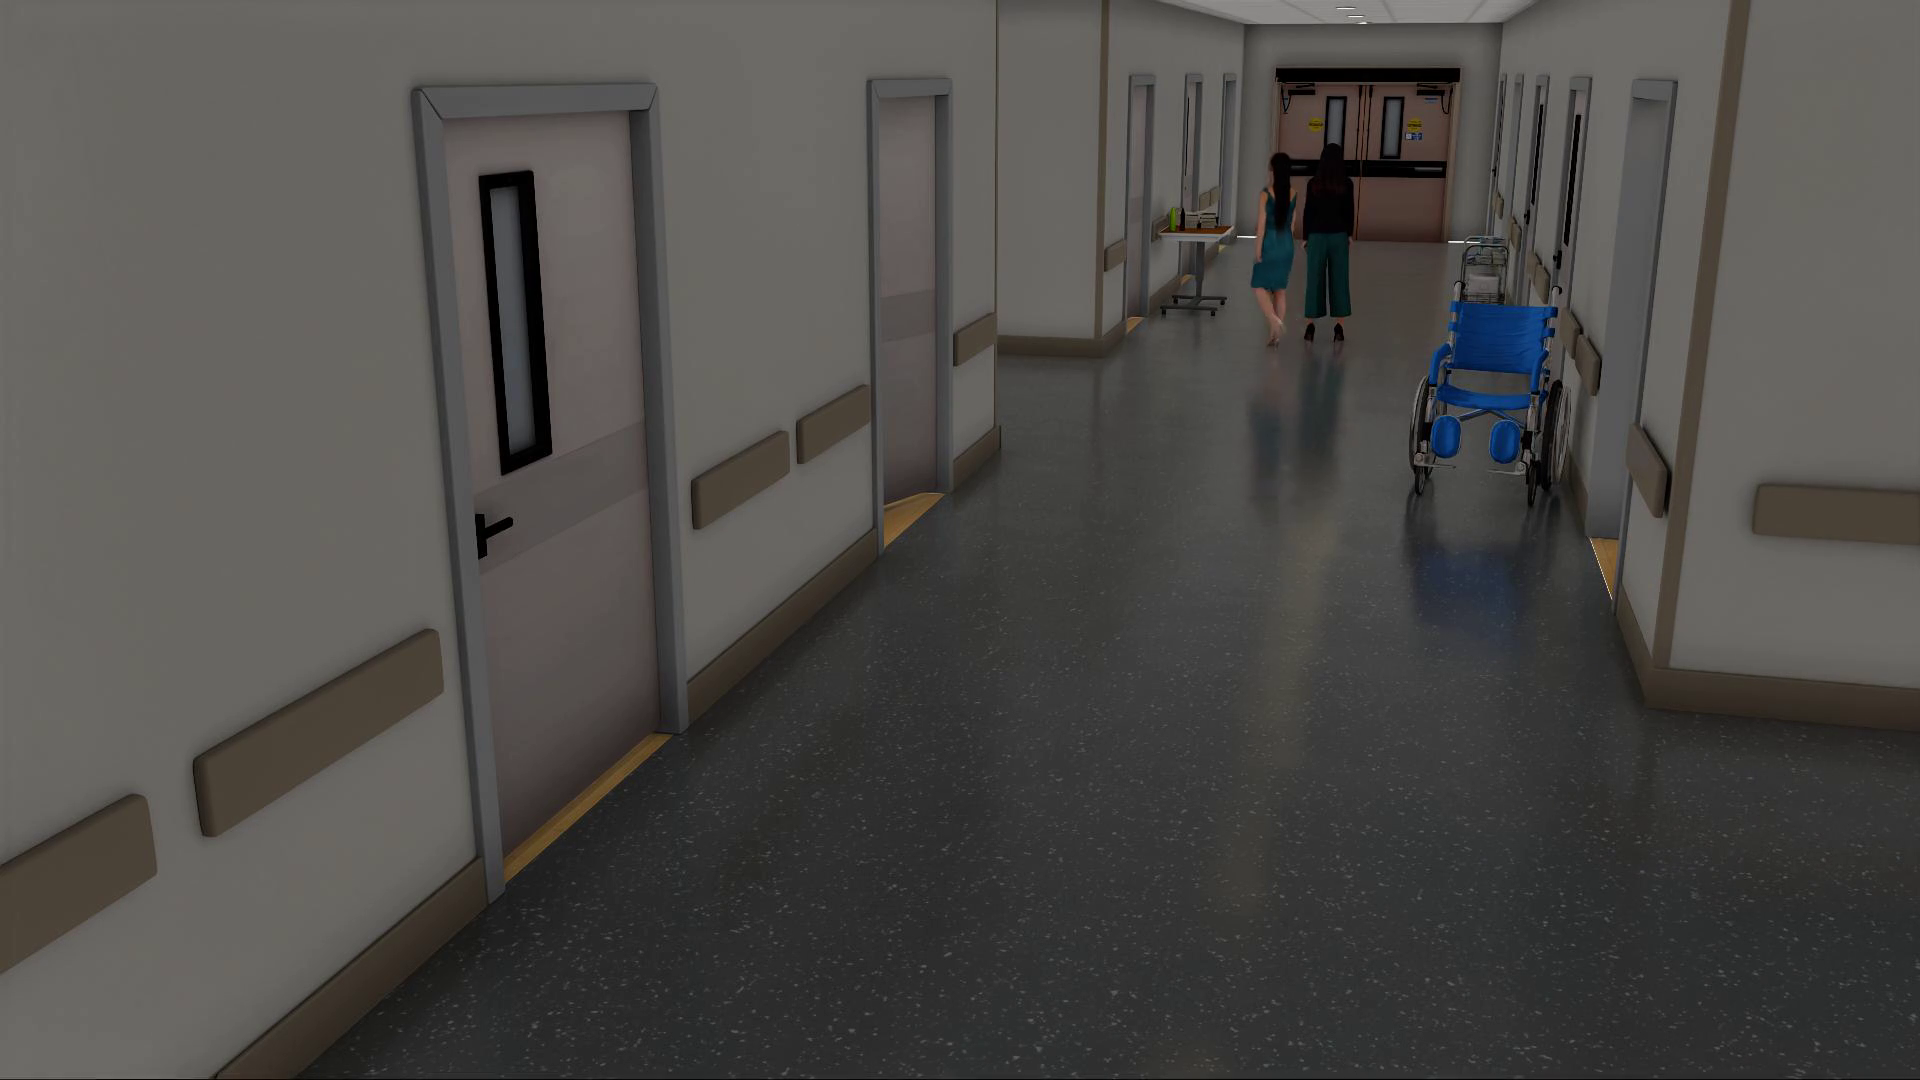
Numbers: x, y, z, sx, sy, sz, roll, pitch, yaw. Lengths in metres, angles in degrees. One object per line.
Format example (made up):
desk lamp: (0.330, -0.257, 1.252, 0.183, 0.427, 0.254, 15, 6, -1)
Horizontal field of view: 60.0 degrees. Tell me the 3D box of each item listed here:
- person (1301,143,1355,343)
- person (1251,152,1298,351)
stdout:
person: (3.273, -2.639, 14.784, 0.621, 1.739, 0.500, 4, 16, 14)
person: (2.740, -2.443, 14.211, 0.706, 1.675, 0.786, -5, 17, -17)
